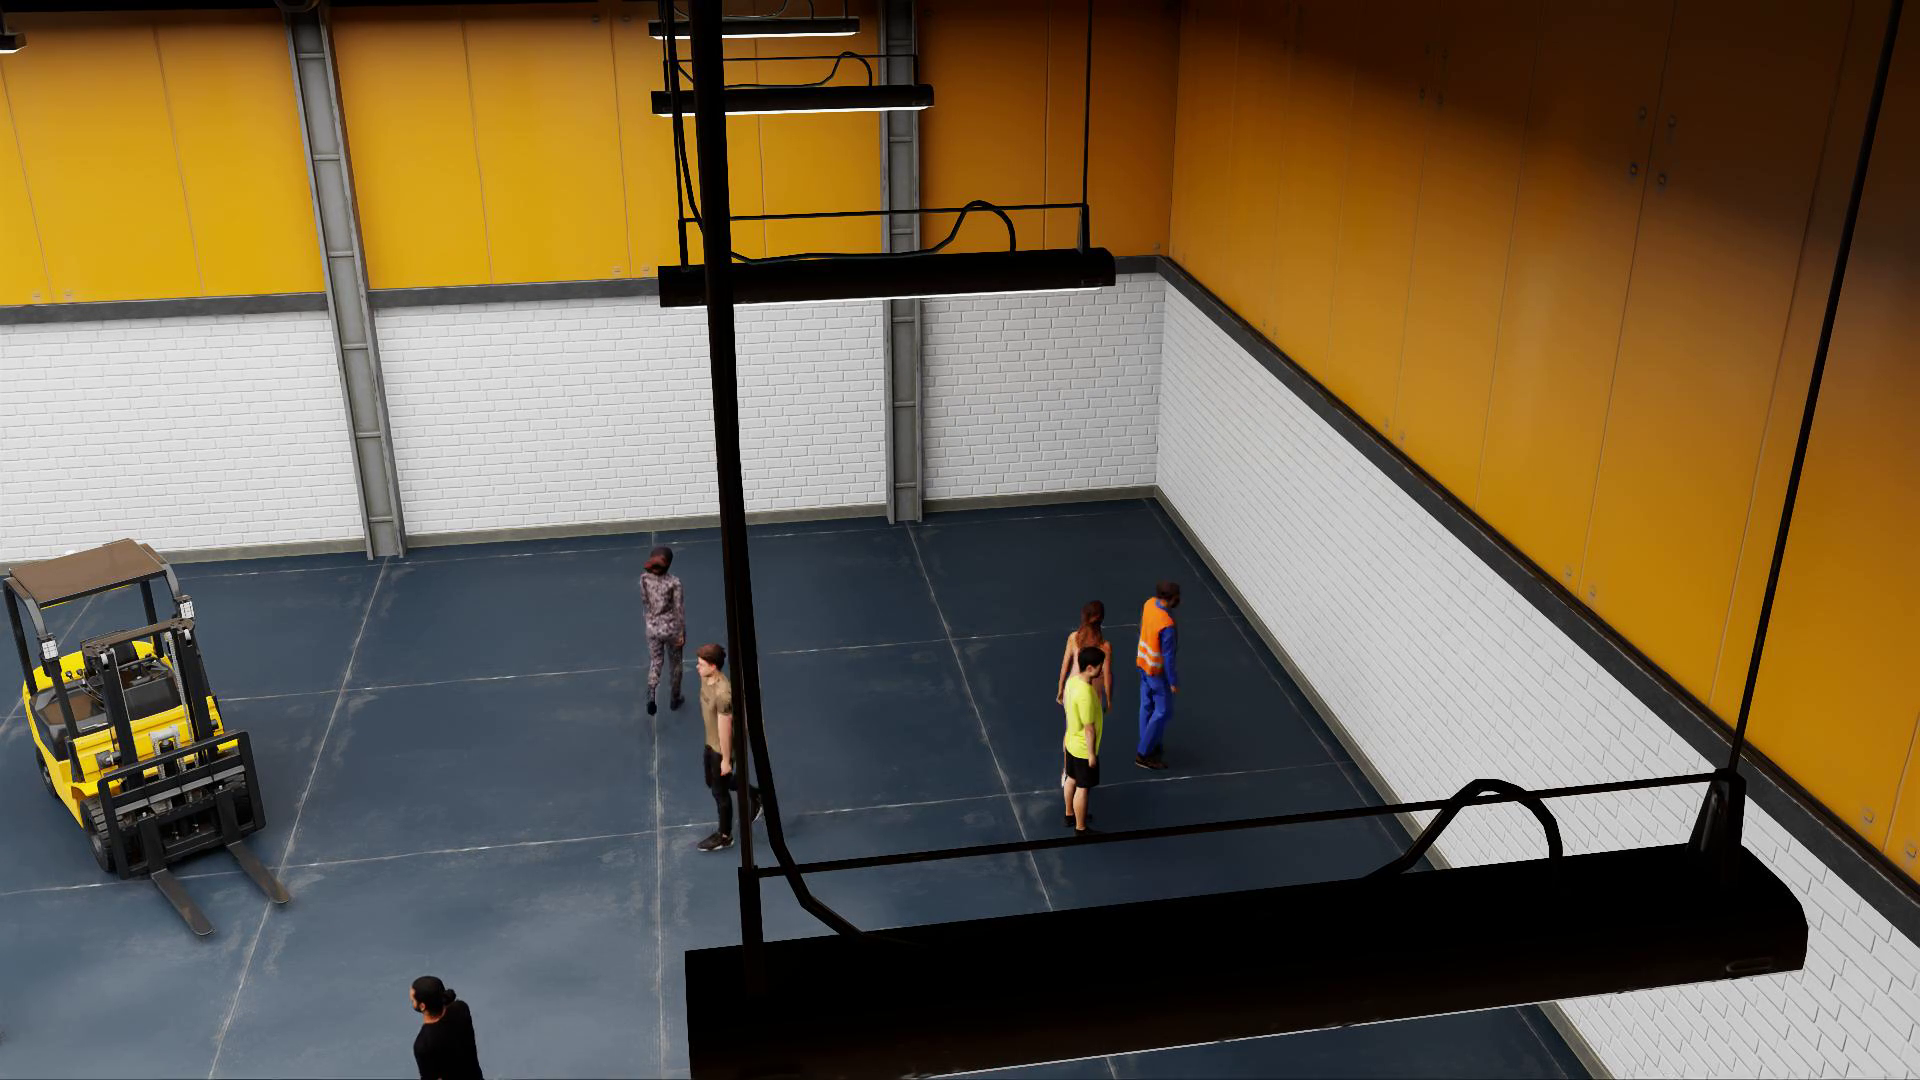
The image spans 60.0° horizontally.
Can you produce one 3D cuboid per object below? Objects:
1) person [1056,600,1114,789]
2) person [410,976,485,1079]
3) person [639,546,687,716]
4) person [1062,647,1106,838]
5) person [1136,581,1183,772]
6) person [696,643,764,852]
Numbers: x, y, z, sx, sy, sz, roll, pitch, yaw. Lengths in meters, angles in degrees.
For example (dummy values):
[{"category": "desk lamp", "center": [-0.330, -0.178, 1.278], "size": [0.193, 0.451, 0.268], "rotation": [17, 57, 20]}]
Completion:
[{"category": "person", "center": [0.999, 1.392, 14.021], "size": [0.829, 1.811, 0.887], "rotation": [14, 27, 30]}, {"category": "person", "center": [-2.886, 3.305, 9.754], "size": [1.134, 1.723, 0.959], "rotation": [9, 25, 19]}, {"category": "person", "center": [-2.767, 0.874, 15.341], "size": [0.910, 1.703, 0.832], "rotation": [4, 24, 10]}, {"category": "person", "center": [0.995, 1.649, 13.564], "size": [0.549, 1.705, 0.636], "rotation": [-6, 24, -14]}, {"category": "person", "center": [1.730, 1.135, 14.580], "size": [0.676, 1.835, 0.774], "rotation": [-16, 28, -32]}, {"category": "person", "center": [-1.832, 1.647, 13.408], "size": [1.028, 1.834, 0.832], "rotation": [-12, 26, -25]}]
